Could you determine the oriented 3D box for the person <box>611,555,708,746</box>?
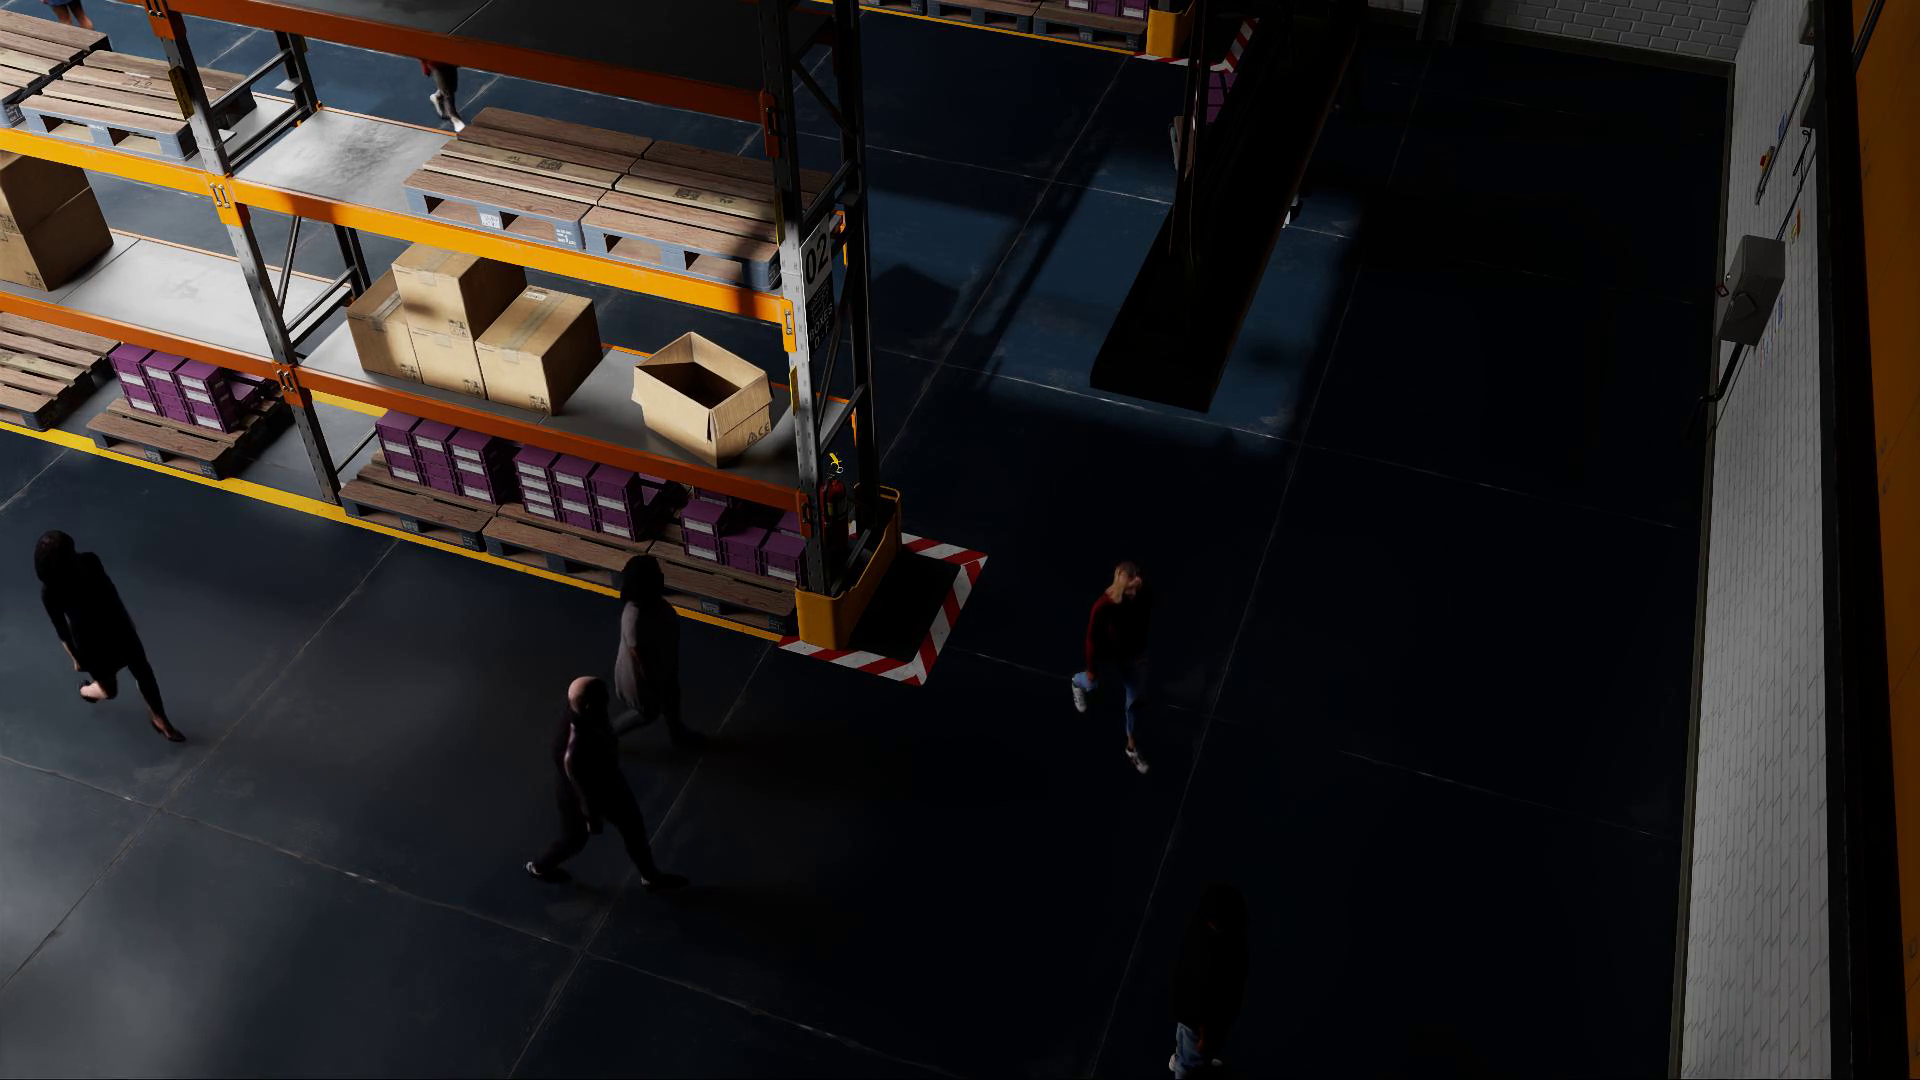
[{"bbox_3d":[-2.002,0.754,10.244,1.028,1.586,0.842,0,44,0],"label":"person"}]

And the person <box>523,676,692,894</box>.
[{"bbox_3d":[-2.187,1.445,9.376,1.277,1.782,0.878,6,44,7],"label":"person"}]

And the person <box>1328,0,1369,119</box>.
[{"bbox_3d":[3.785,-4.842,16.090,0.806,1.625,0.888,-7,44,-7],"label":"person"}]

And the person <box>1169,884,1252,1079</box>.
[{"bbox_3d":[1.239,2.318,8.437,0.643,1.814,0.723,8,44,8],"label":"person"}]

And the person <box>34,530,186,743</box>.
[{"bbox_3d":[-5.331,0.600,10.262,0.967,1.783,0.661,18,46,18],"label":"person"}]

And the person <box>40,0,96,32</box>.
[{"bbox_3d":[-9.190,-5.662,16.945,0.589,1.631,0.664,20,47,20],"label":"person"}]

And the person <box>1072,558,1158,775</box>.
[{"bbox_3d":[0.949,0.662,10.331,1.078,1.599,1.116,-15,46,-15],"label":"person"}]
